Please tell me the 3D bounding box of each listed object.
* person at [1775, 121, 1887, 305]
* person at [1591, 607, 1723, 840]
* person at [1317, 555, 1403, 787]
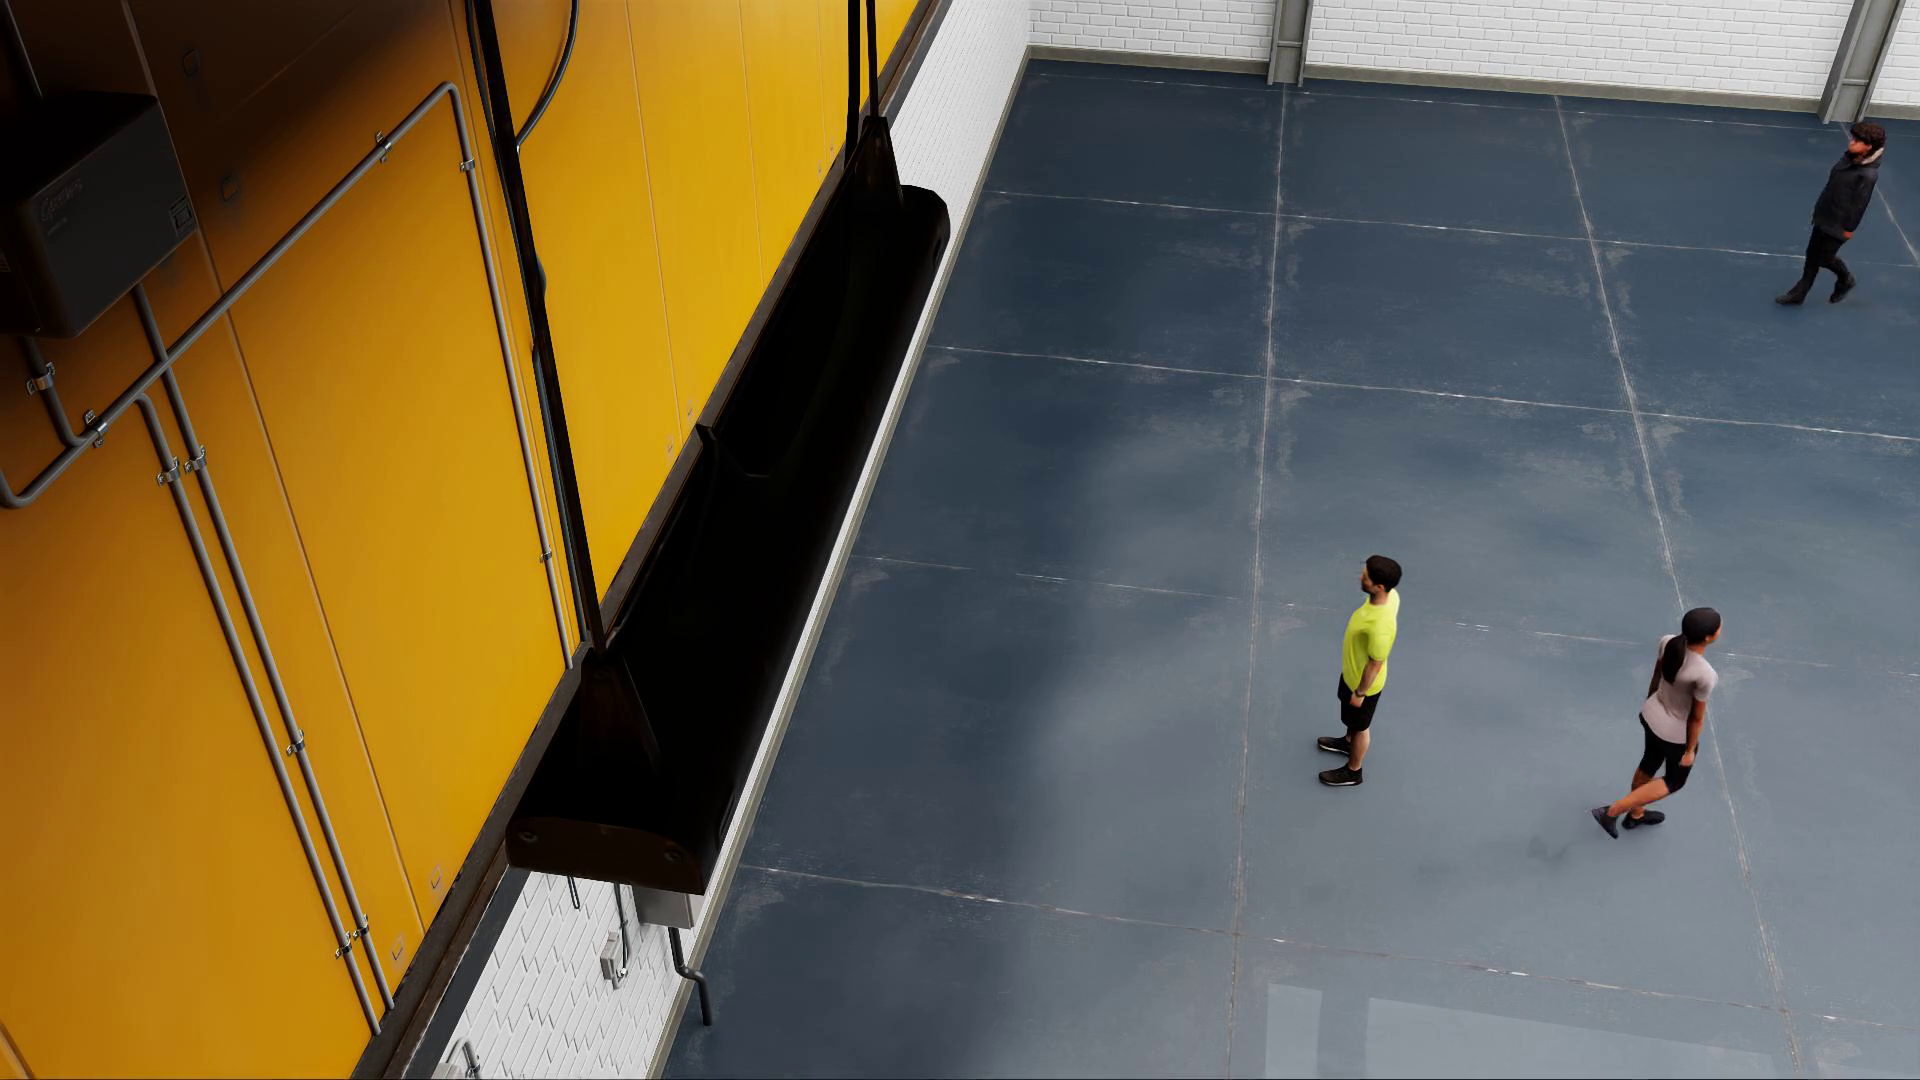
[{"bbox_3d":[7.742,-2.826,14.560,0.970,1.766,0.783,-5,39,-6],"label":"person"},{"bbox_3d":[4.044,1.107,9.658,0.930,1.738,0.802,-9,39,-11],"label":"person"},{"bbox_3d":[2.462,0.774,10.098,0.519,1.709,0.610,6,39,7],"label":"person"}]
